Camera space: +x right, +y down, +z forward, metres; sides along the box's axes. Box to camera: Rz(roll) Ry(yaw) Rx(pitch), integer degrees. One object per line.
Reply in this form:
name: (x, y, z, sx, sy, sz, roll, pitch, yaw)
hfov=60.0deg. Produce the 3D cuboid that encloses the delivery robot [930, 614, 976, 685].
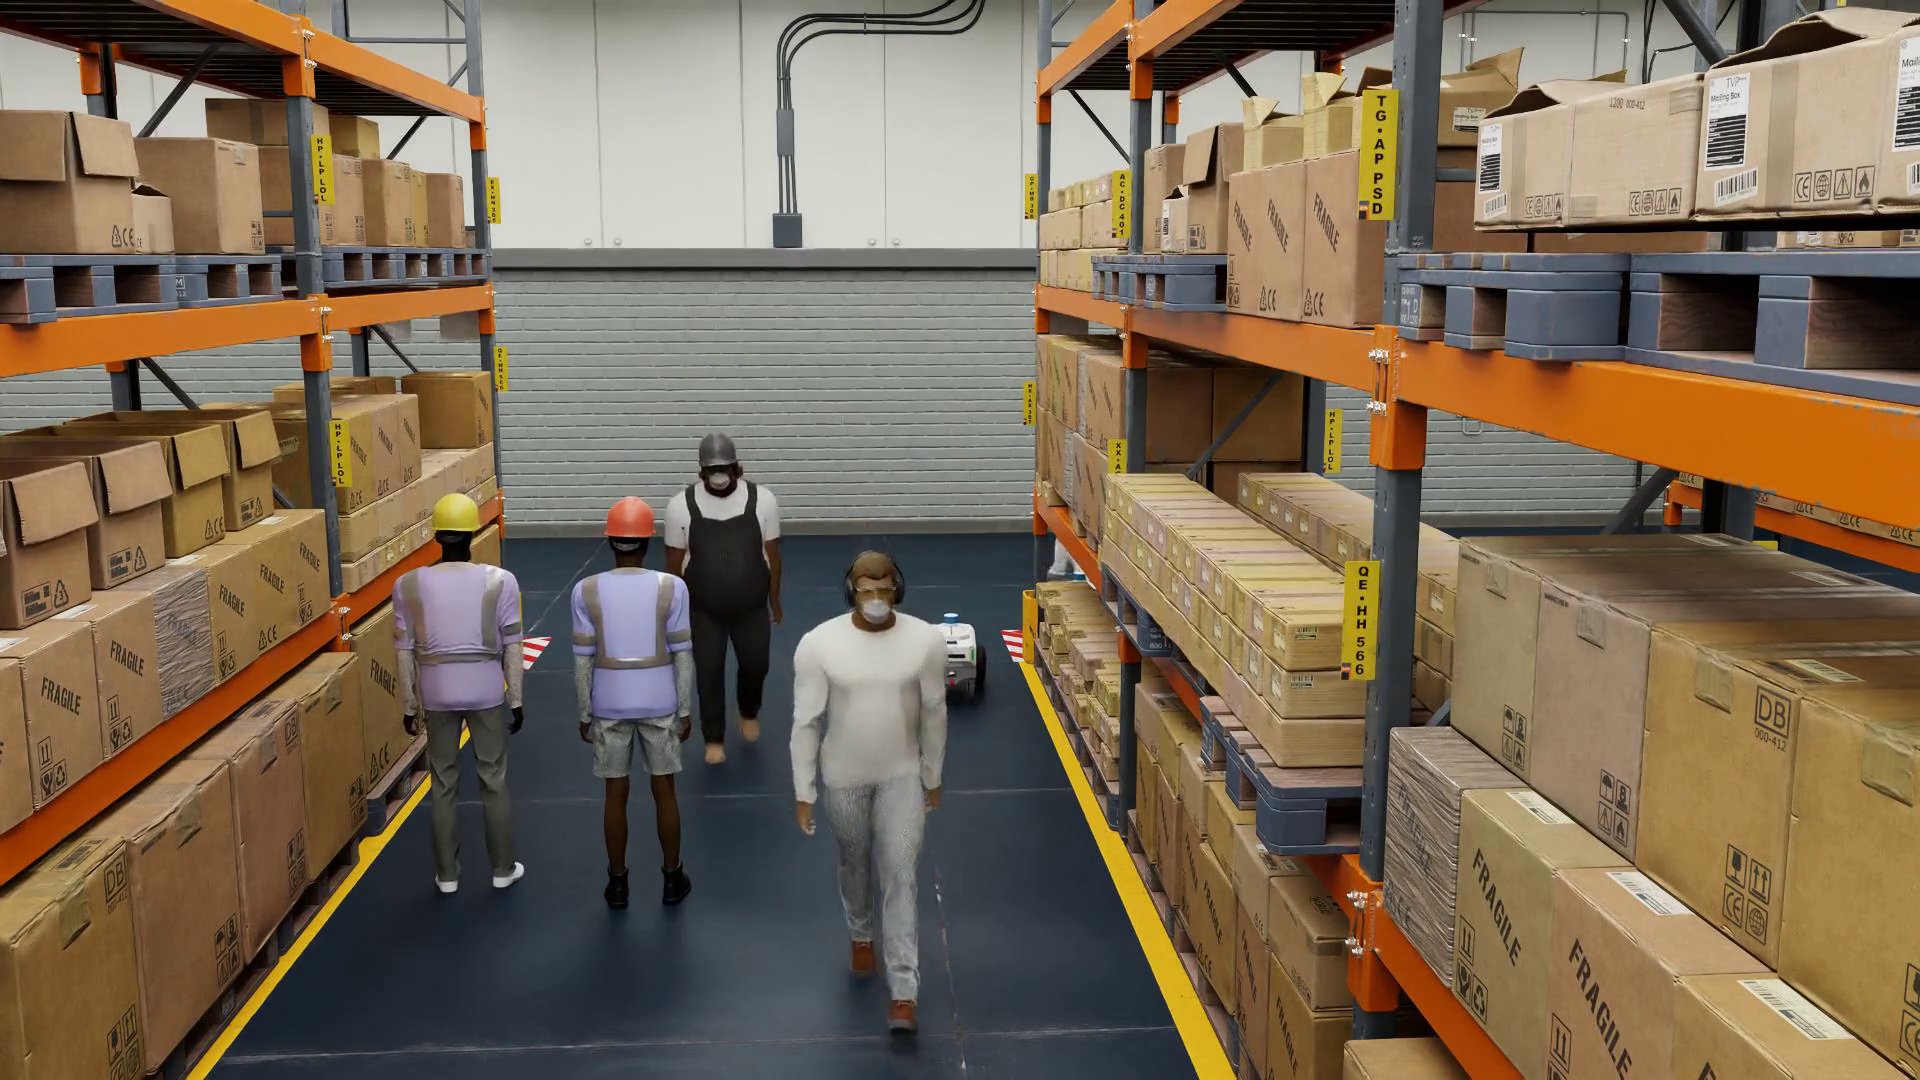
delivery robot: (-0.062, 0.757, 11.581, 0.477, 0.478, 0.707, 0, 10, -1)

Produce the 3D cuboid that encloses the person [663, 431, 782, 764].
person: (-1.417, 0.335, 9.970, 0.701, 2.000, 0.538, -2, 10, -10)

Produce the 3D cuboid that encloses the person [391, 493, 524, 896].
person: (-2.376, 0.737, 7.935, 0.589, 1.927, 0.387, -2, 10, -10)

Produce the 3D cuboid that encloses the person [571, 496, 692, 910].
person: (-1.521, 0.760, 7.769, 0.547, 1.938, 0.379, -1, 10, -7)

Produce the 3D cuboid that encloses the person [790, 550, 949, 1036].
person: (-0.353, 0.974, 6.696, 0.645, 1.882, 1.044, -1, 10, -7)

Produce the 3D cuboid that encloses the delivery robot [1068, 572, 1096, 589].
delivery robot: (0.946, 0.494, 13.129, 0.707, 0.478, 0.477, -4, 10, -24)

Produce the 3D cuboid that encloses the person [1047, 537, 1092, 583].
person: (0.967, -0.447, 15.165, 0.673, 1.848, 0.649, 4, 10, 23)
